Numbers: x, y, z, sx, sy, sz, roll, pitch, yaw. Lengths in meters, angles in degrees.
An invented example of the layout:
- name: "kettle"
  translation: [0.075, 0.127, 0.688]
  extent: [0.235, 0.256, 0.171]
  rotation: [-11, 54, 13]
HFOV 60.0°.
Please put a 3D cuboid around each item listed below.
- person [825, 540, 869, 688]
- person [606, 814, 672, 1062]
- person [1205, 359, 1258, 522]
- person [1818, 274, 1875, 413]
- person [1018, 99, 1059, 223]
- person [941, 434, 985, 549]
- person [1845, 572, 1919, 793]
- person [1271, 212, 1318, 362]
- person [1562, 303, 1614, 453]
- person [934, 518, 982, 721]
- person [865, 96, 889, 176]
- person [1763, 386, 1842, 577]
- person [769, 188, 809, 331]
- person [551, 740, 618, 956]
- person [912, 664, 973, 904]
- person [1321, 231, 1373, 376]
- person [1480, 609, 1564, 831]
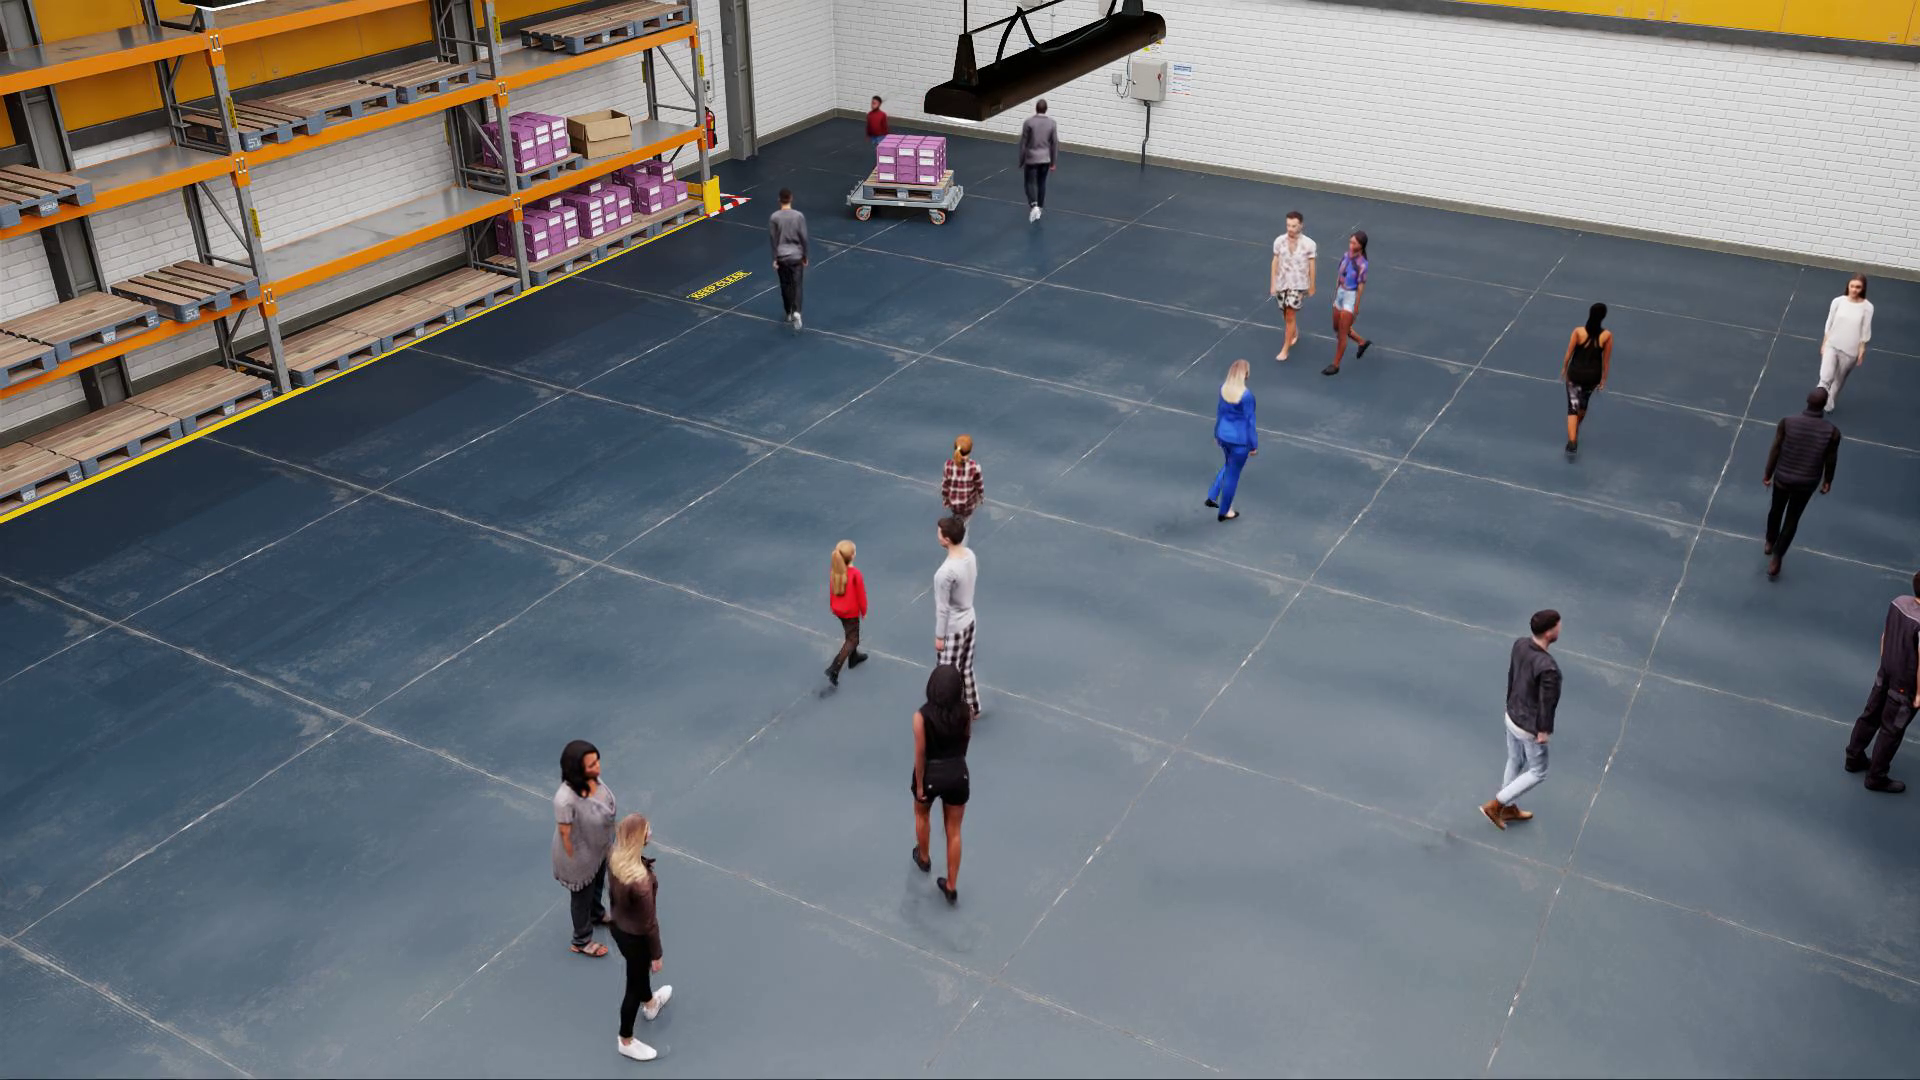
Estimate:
- name: "person"
  translation: [-0.964, 0.607, 13.755]
  extent: [0.563, 1.264, 0.876]
  rotation: [20, 34, 32]
- name: "person"
  translation: [-1.992, 2.396, 10.032]
  extent: [0.861, 1.688, 0.815]
  rotation: [-15, 32, -25]
- name: "person"
  translation: [2.581, -0.931, 16.131]
  extent: [0.773, 1.689, 0.740]
  rotation: [-15, 32, -25]
- name: "person"
  translation: [9.781, -2.144, 18.398]
  extent: [0.627, 1.648, 1.037]
  rotation: [16, 33, 27]
- name: "person"
  translation: [1.146, -5.557, 24.492]
  extent: [1.006, 1.803, 1.087]
  rotation: [-3, 29, -6]
- name: "person"
  translation: [0.005, -0.345, 15.478]
  extent: [0.662, 1.284, 0.831]
  rotation: [7, 29, 13]
- name: "person"
  translation: [7.000, 1.020, 12.387]
  extent: [0.799, 1.849, 0.708]
  rotation: [-3, 29, -6]
- name: "person"
  translation: [4.036, -3.106, 20.024]
  extent: [0.694, 1.779, 1.101]
  rotation: [16, 33, 27]
- name: "person"
  translation: [6.601, -1.708, 17.615]
  extent: [0.812, 1.631, 1.126]
  rotation: [5, 29, 9]
- name: "person"
  translation: [-0.018, 0.660, 13.053]
  extent: [0.695, 1.843, 0.505]
  rotation: [13, 31, 23]
- name: "person"
  translation: [-1.311, -6.577, 26.959]
  extent: [0.541, 1.230, 0.877]
  rotation: [14, 31, 24]
- name: "person"
  translation: [7.661, -0.518, 15.247]
  extent: [0.735, 1.809, 0.998]
  rotation: [17, 33, 28]
- name: "person"
  translation: [-2.126, -3.494, 20.773]
  extent: [1.001, 1.744, 1.132]
  rotation: [-3, 29, -6]
- name: "person"
  translation: [-2.469, 1.979, 10.884]
  extent: [0.783, 1.605, 0.698]
  rotation: [5, 29, 10]
- name: "person"
  translation: [-0.110, 1.700, 11.304]
  extent: [0.910, 1.693, 0.944]
  rotation: [-15, 32, -26]
- name: "person"
  translation: [4.607, -2.788, 19.494]
  extent: [1.037, 1.728, 0.921]
  rotation: [-12, 31, -21]
- name: "person"
  translation: [3.987, 1.312, 11.874]
  extent: [0.922, 1.827, 0.862]
  rotation: [-6, 29, -11]
